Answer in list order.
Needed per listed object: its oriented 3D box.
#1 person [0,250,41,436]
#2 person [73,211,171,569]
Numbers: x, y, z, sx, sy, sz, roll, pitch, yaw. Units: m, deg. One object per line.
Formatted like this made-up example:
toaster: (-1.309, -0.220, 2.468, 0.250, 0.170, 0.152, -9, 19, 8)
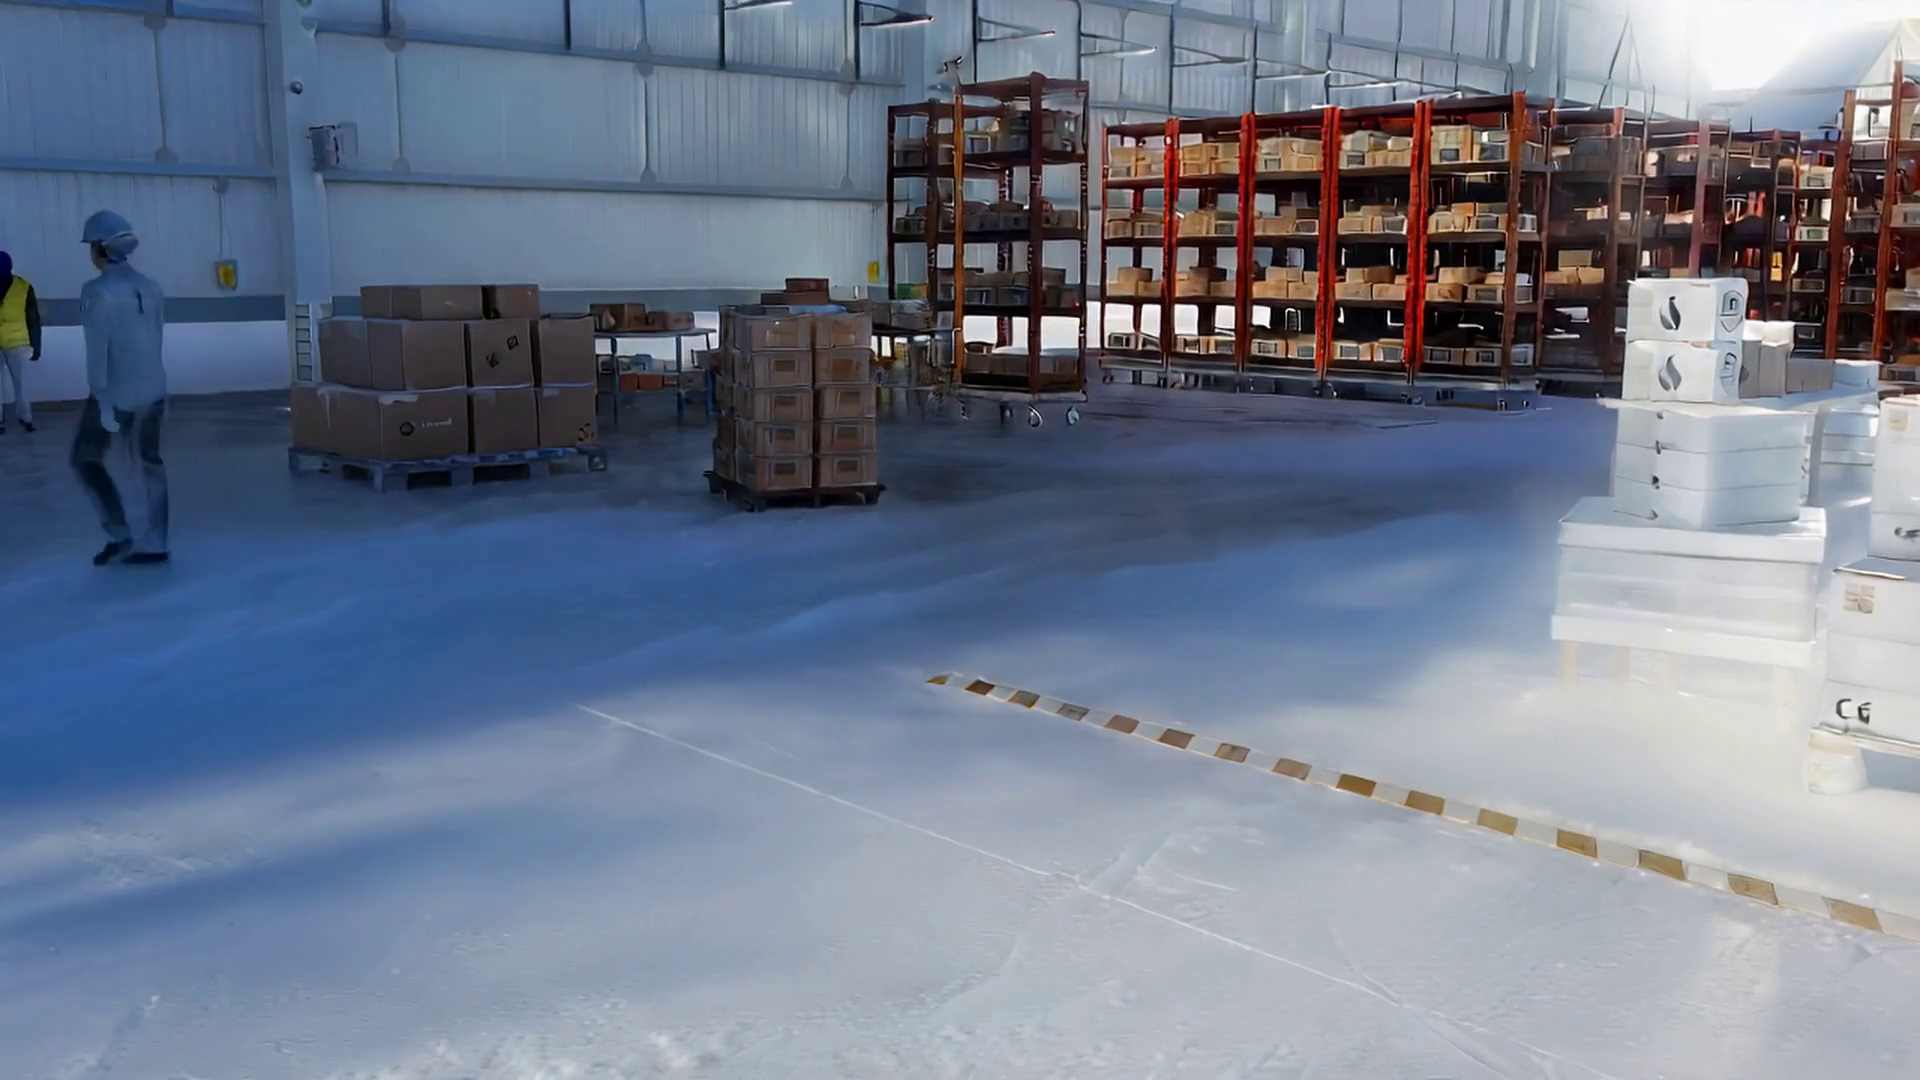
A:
person: (-9.430, -1.937, 16.423, 0.632, 1.830, 0.429, -6, 11, -32)
person: (-4.635, -0.811, 9.190, 0.507, 1.975, 0.623, 3, 10, 20)
